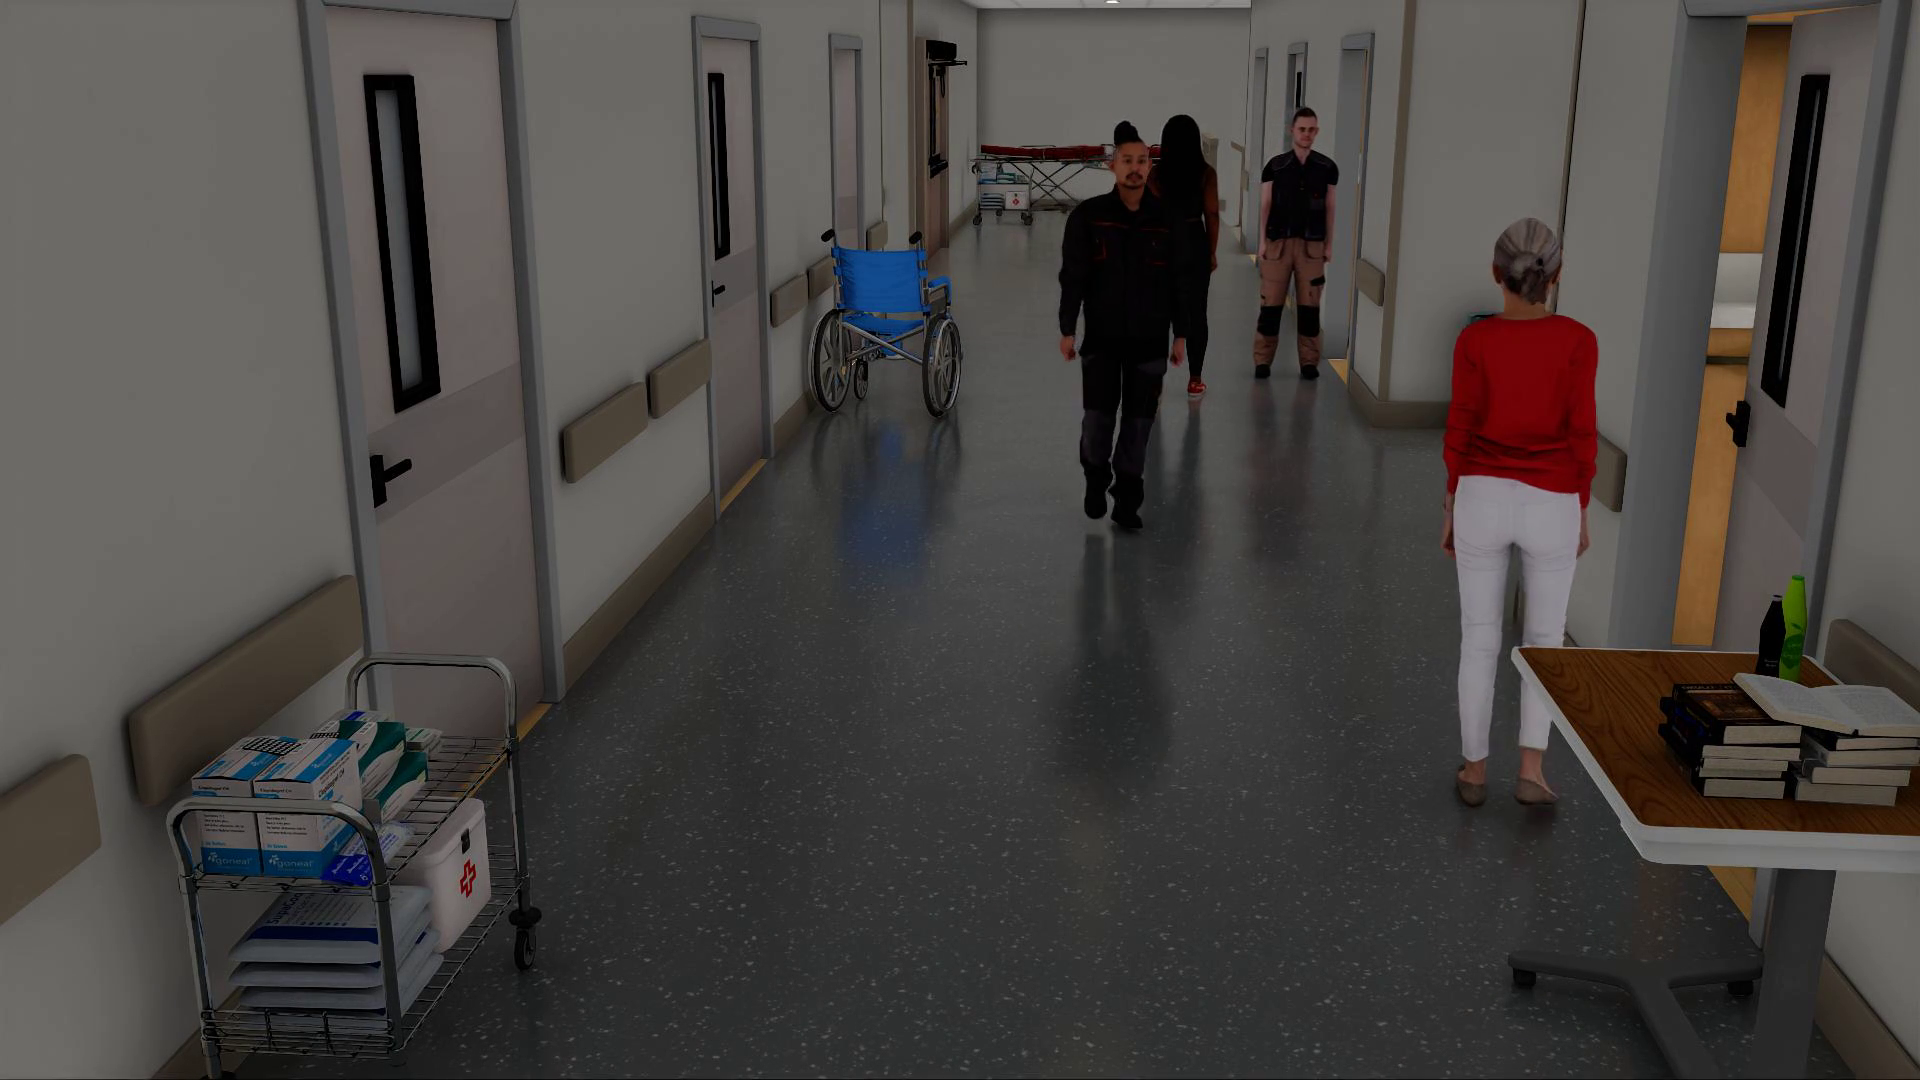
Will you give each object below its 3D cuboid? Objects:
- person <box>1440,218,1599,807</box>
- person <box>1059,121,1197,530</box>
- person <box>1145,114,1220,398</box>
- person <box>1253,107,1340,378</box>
[{"bbox_3d":[1.557,-0.041,4.655,0.642,1.691,0.674,7,17,22],"label":"person"},{"bbox_3d":[0.744,-0.986,7.703,0.834,1.855,0.759,-2,16,-5],"label":"person"},{"bbox_3d":[1.418,-1.847,10.834,0.663,1.812,0.608,0,16,2],"label":"person"},{"bbox_3d":[2.321,-2.052,11.517,0.681,1.838,0.595,2,16,9],"label":"person"}]
